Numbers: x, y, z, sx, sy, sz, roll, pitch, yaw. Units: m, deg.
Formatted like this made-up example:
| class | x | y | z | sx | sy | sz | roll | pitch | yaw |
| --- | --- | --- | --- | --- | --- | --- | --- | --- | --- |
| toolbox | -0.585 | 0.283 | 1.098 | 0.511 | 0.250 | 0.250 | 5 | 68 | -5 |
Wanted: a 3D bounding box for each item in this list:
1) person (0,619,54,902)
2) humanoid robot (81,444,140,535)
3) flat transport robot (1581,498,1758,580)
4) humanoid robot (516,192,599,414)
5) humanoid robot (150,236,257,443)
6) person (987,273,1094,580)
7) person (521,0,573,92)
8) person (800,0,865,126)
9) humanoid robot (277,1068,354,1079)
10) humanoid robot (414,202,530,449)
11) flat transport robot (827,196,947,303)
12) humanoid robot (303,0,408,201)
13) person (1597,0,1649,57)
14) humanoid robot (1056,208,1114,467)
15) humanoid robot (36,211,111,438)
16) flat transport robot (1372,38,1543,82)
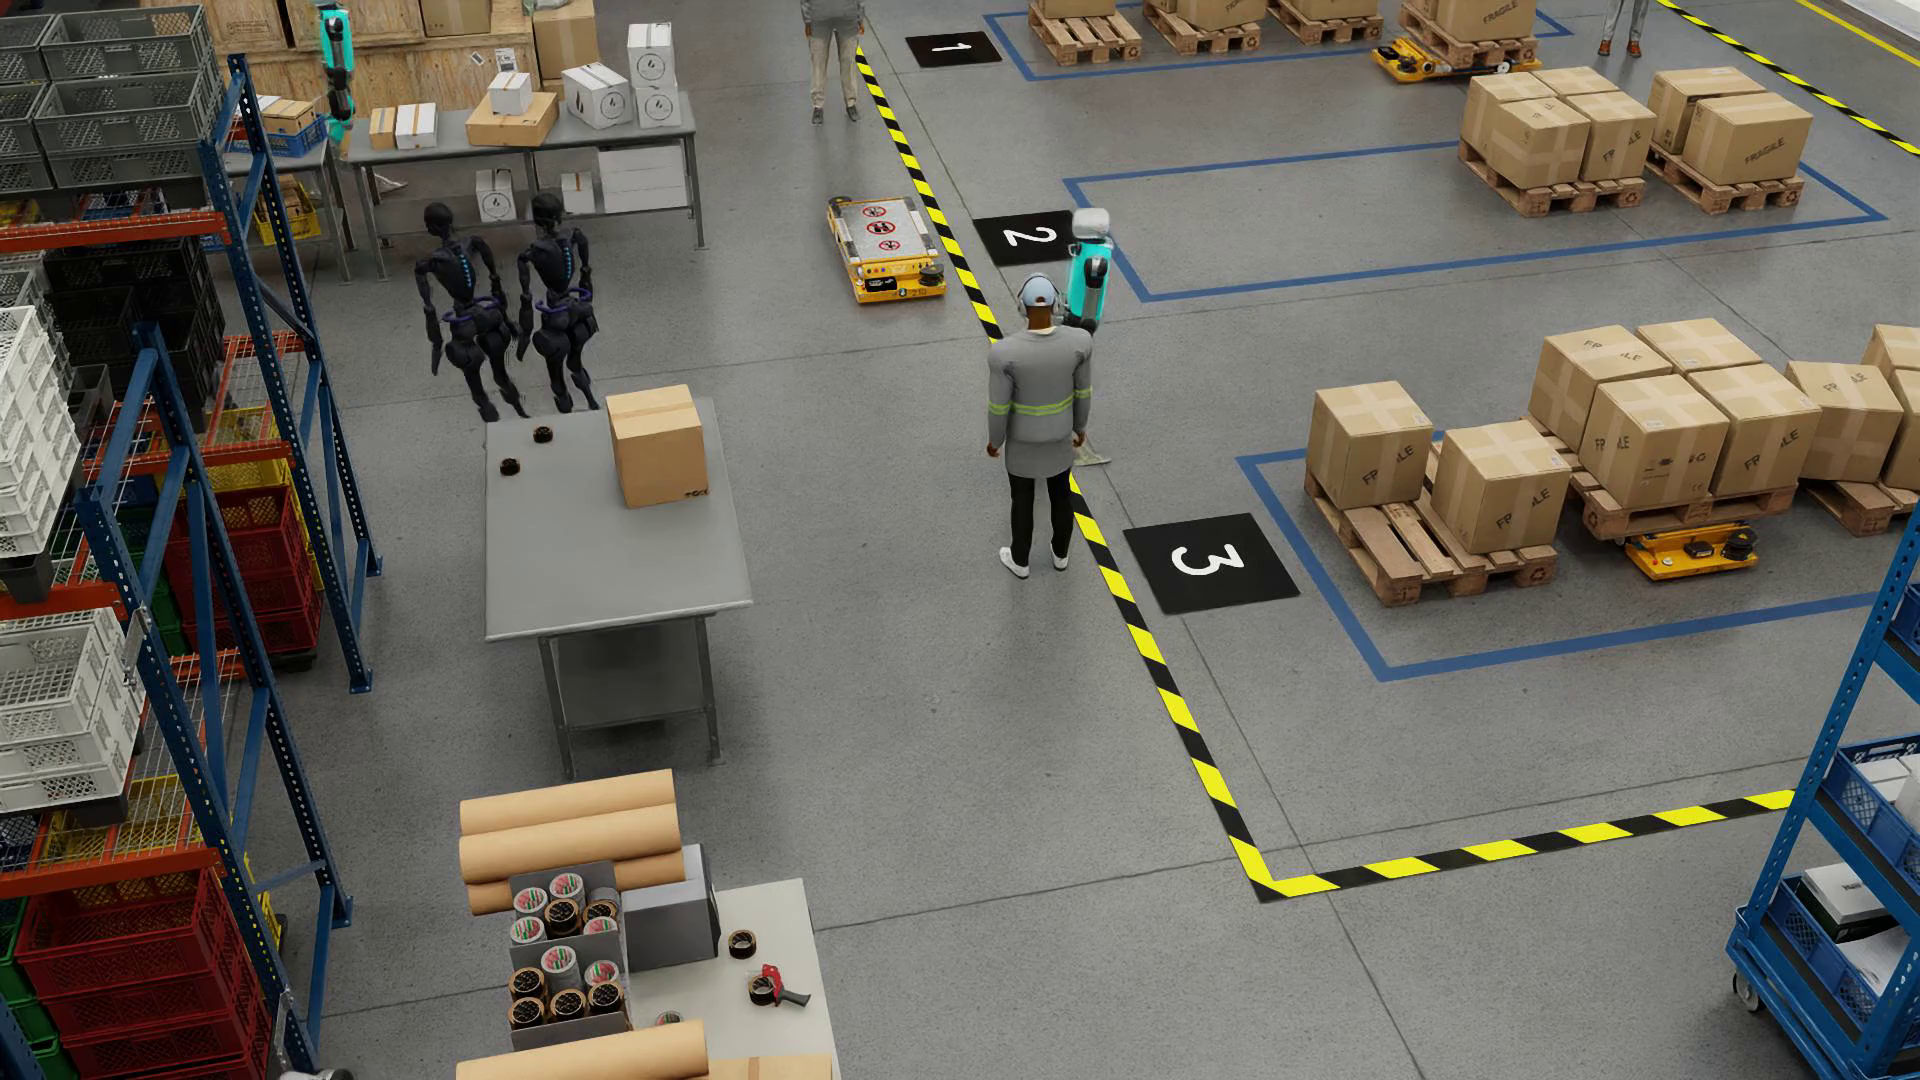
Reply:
| class | x | y | z | sx | sy | sz | roll | pitch | yaw |
| --- | --- | --- | --- | --- | --- | --- | --- | --- | --- |
| person | -4.205 | 0.827 | 7.135 | 0.622 | 1.835 | 0.431 | -21 | 41 | -25 |
| humanoid robot | -4.979 | -0.784 | 9.386 | 0.786 | 1.788 | 0.562 | -24 | 43 | -28 |
| flat transport robot | 4.062 | -0.294 | 9.926 | 0.652 | 0.197 | 1.431 | -8 | 37 | -10 |
| humanoid robot | -2.462 | -1.338 | 10.171 | 0.344 | 1.653 | 0.598 | 23 | 43 | 28 |
| humanoid robot | -4.516 | -1.055 | 9.819 | 0.776 | 1.616 | 0.592 | 5 | 37 | 7 |
| person | 0.419 | -0.611 | 9.053 | 0.587 | 1.847 | 0.400 | -9 | 38 | -12 |
| person | -3.470 | -4.499 | 14.205 | 0.412 | 1.939 | 0.602 | 23 | 42 | 27 |
| person | -1.089 | -4.460 | 14.294 | 0.561 | 1.764 | 0.400 | -6 | 37 | -8 |
| humanoid robot | -1.650 | 2.325 | 5.256 | 1.067 | 1.759 | 0.531 | 4 | 37 | 5 |
| humanoid robot | -2.955 | -1.266 | 10.089 | 0.396 | 1.638 | 0.613 | 26 | 44 | 31 |
| flat transport robot | -0.570 | -2.220 | 12.538 | 0.659 | 0.231 | 1.431 | -8 | 37 | -10 |
| humanoid robot | -4.983 | -3.396 | 12.926 | 1.034 | 1.761 | 0.549 | -10 | 38 | -13 |
| person | 6.397 | -5.480 | 15.567 | 0.587 | 1.885 | 0.361 | 6 | 37 | 8 |
| humanoid robot | 0.530 | -1.103 | 9.822 | 0.836 | 1.789 | 0.541 | -1 | 37 | -1 |
| humanoid robot | -5.301 | -1.260 | 10.105 | 0.767 | 1.635 | 0.608 | 21 | 42 | 26 |
| flat transport robot | 4.700 | -4.593 | 15.704 | 1.431 | 0.197 | 0.652 | -8 | 37 | -10 |
